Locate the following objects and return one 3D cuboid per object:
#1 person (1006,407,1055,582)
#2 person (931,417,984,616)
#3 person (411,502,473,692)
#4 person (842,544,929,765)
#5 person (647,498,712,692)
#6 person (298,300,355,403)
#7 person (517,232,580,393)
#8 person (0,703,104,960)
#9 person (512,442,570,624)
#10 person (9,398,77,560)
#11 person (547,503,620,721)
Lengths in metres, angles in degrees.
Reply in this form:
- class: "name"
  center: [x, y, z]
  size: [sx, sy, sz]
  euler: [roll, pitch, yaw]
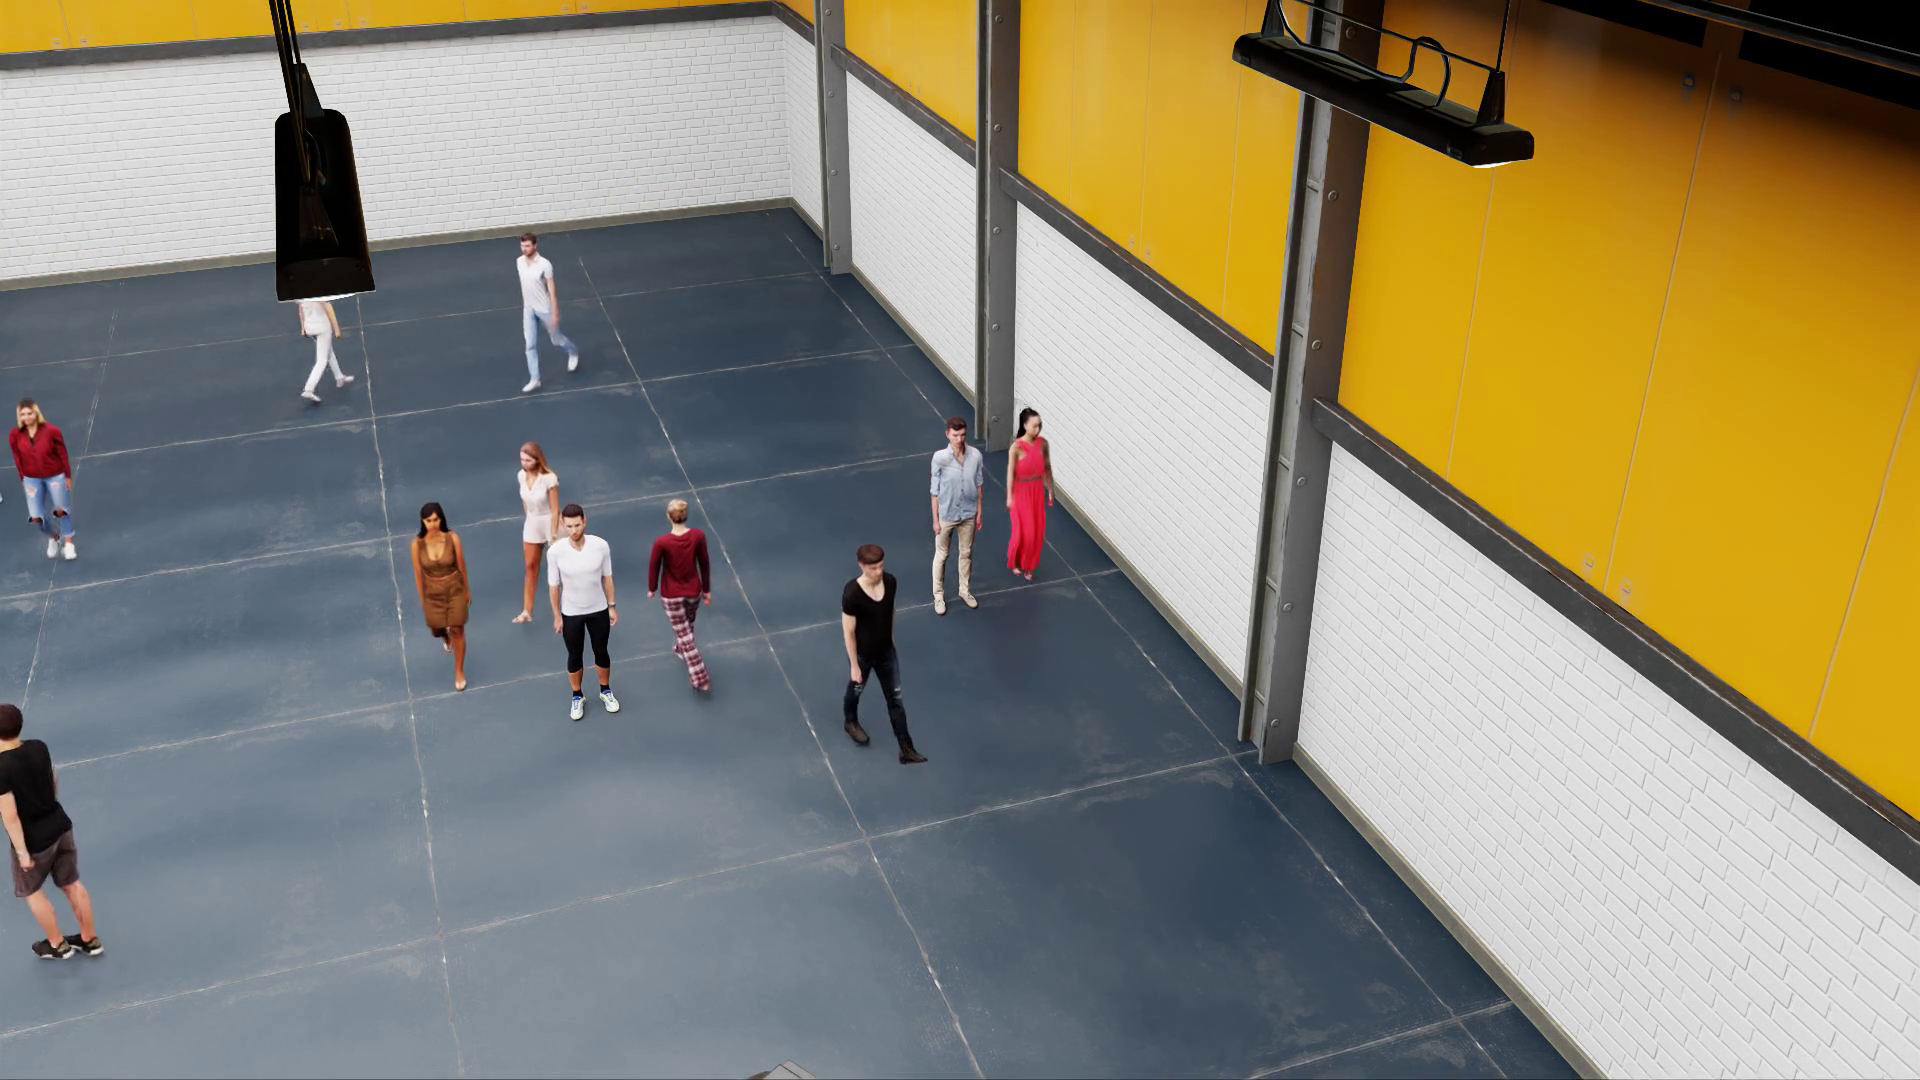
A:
- class: "person"
  center: [0.572, -0.422, 15.132]
  size: [0.663, 1.715, 0.726]
  euler: [-15, 32, -25]
- class: "person"
  center: [-0.031, -0.242, 14.664]
  size: [0.643, 1.847, 0.542]
  euler: [-9, 30, -16]
- class: "person"
  center: [-4.214, 0.422, 13.624]
  size: [0.594, 1.677, 0.813]
  euler: [-7, 29, -13]
- class: "person"
  center: [-0.744, 0.821, 12.721]
  size: [0.913, 1.841, 1.275]
  euler: [-19, 34, -31]
- class: "person"
  center: [-2.243, 0.473, 13.553]
  size: [0.791, 1.656, 1.099]
  euler: [-18, 33, -29]
- class: "person"
  center: [-7.296, -2.361, 18.769]
  size: [1.070, 1.637, 1.128]
  euler: [13, 31, 23]
- class: "person"
  center: [-4.777, -2.672, 19.150]
  size: [1.154, 1.818, 1.240]
  euler: [11, 30, 19]
- class: "person"
  center: [-5.876, 1.934, 10.707]
  size: [0.921, 1.817, 0.844]
  euler: [2, 29, 4]
- class: "person"
  center: [-3.595, -0.128, 14.654]
  size: [0.993, 1.656, 1.110]
  euler: [9, 30, 16]
- class: "person"
  center: [-8.534, -0.597, 15.547]
  size: [0.609, 1.625, 0.584]
  euler: [-9, 30, -15]
- class: "person"
  center: [-2.989, 0.540, 13.226]
  size: [0.655, 1.851, 0.553]
  euler: [-9, 30, -16]
